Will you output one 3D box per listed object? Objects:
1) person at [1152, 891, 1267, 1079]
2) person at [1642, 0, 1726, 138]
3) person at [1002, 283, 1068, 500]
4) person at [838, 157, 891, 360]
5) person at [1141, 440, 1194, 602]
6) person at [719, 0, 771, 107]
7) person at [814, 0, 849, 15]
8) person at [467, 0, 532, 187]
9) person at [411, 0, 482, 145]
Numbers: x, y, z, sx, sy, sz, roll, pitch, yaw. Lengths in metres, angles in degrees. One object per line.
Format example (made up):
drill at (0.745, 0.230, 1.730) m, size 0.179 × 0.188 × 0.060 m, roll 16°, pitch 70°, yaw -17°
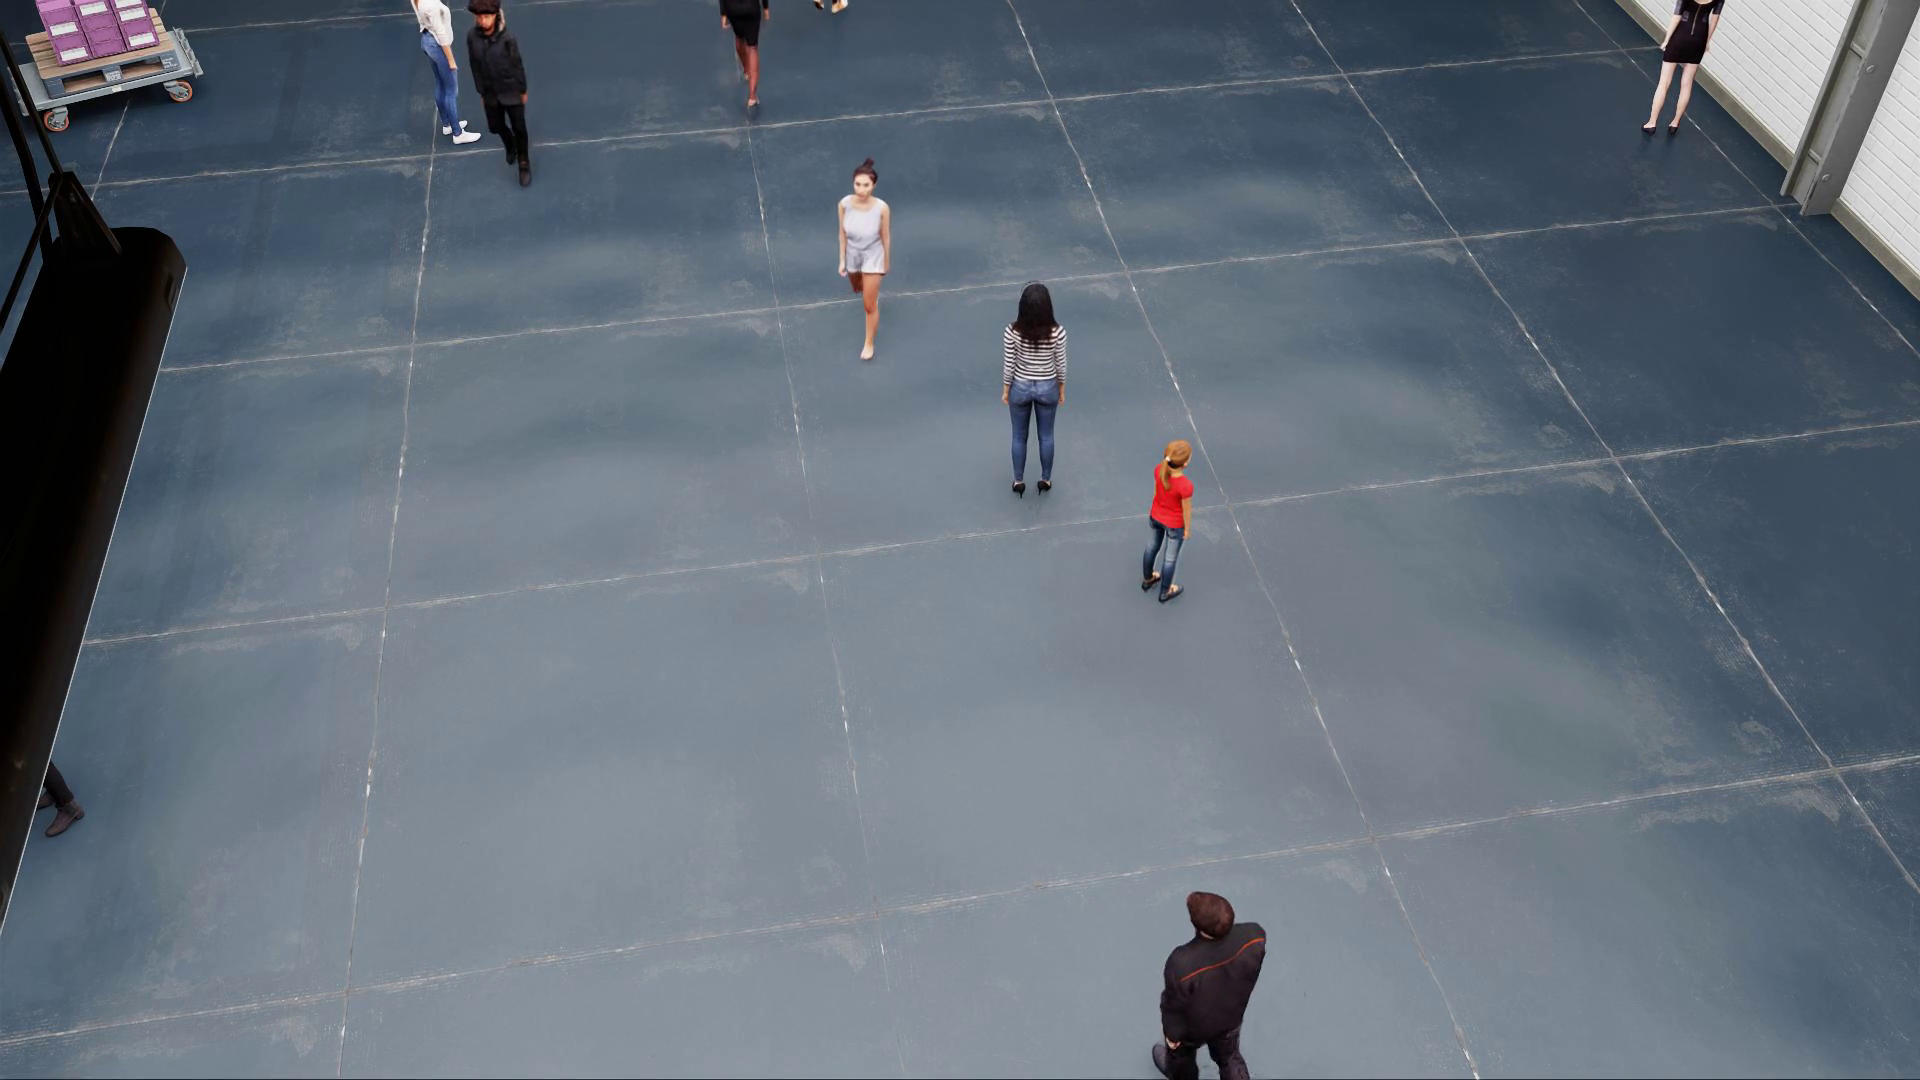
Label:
person at (1.236, 2.352, 8.035) m, size 0.883 × 1.810 × 1.145 m, roll -17°, pitch 46°, yaw -17°
person at (6.683, -4.567, 15.282) m, size 0.632 × 1.830 × 0.594 m, roll 5°, pitch 44°, yaw 5°
person at (0.512, -1.018, 11.582) m, size 0.625 × 1.796 × 0.544 m, roll 1°, pitch 44°, yaw 1°
person at (-0.732, -2.258, 13.042) m, size 0.838 × 1.577 × 1.064 m, roll 11°, pitch 45°, yaw 11°
person at (1.369, -0.138, 11.012) m, size 0.537 × 1.307 × 0.609 m, roll 35°, pitch 53°, yaw 31°
person at (-2.049, -4.942, 15.791) m, size 0.701 × 1.673 × 1.217 m, roll -2°, pitch 44°, yaw -3°
person at (-1.387, -6.220, 17.058) m, size 0.800 × 1.774 × 0.866 m, roll 21°, pitch 47°, yaw 21°
person at (-4.058, -4.051, 14.787) m, size 0.675 × 1.766 × 0.821 m, roll -3°, pitch 44°, yaw -3°
person at (-4.791, -4.485, 15.276) m, size 0.745 × 1.720 × 0.613 m, roll -26°, pitch 49°, yaw -25°
